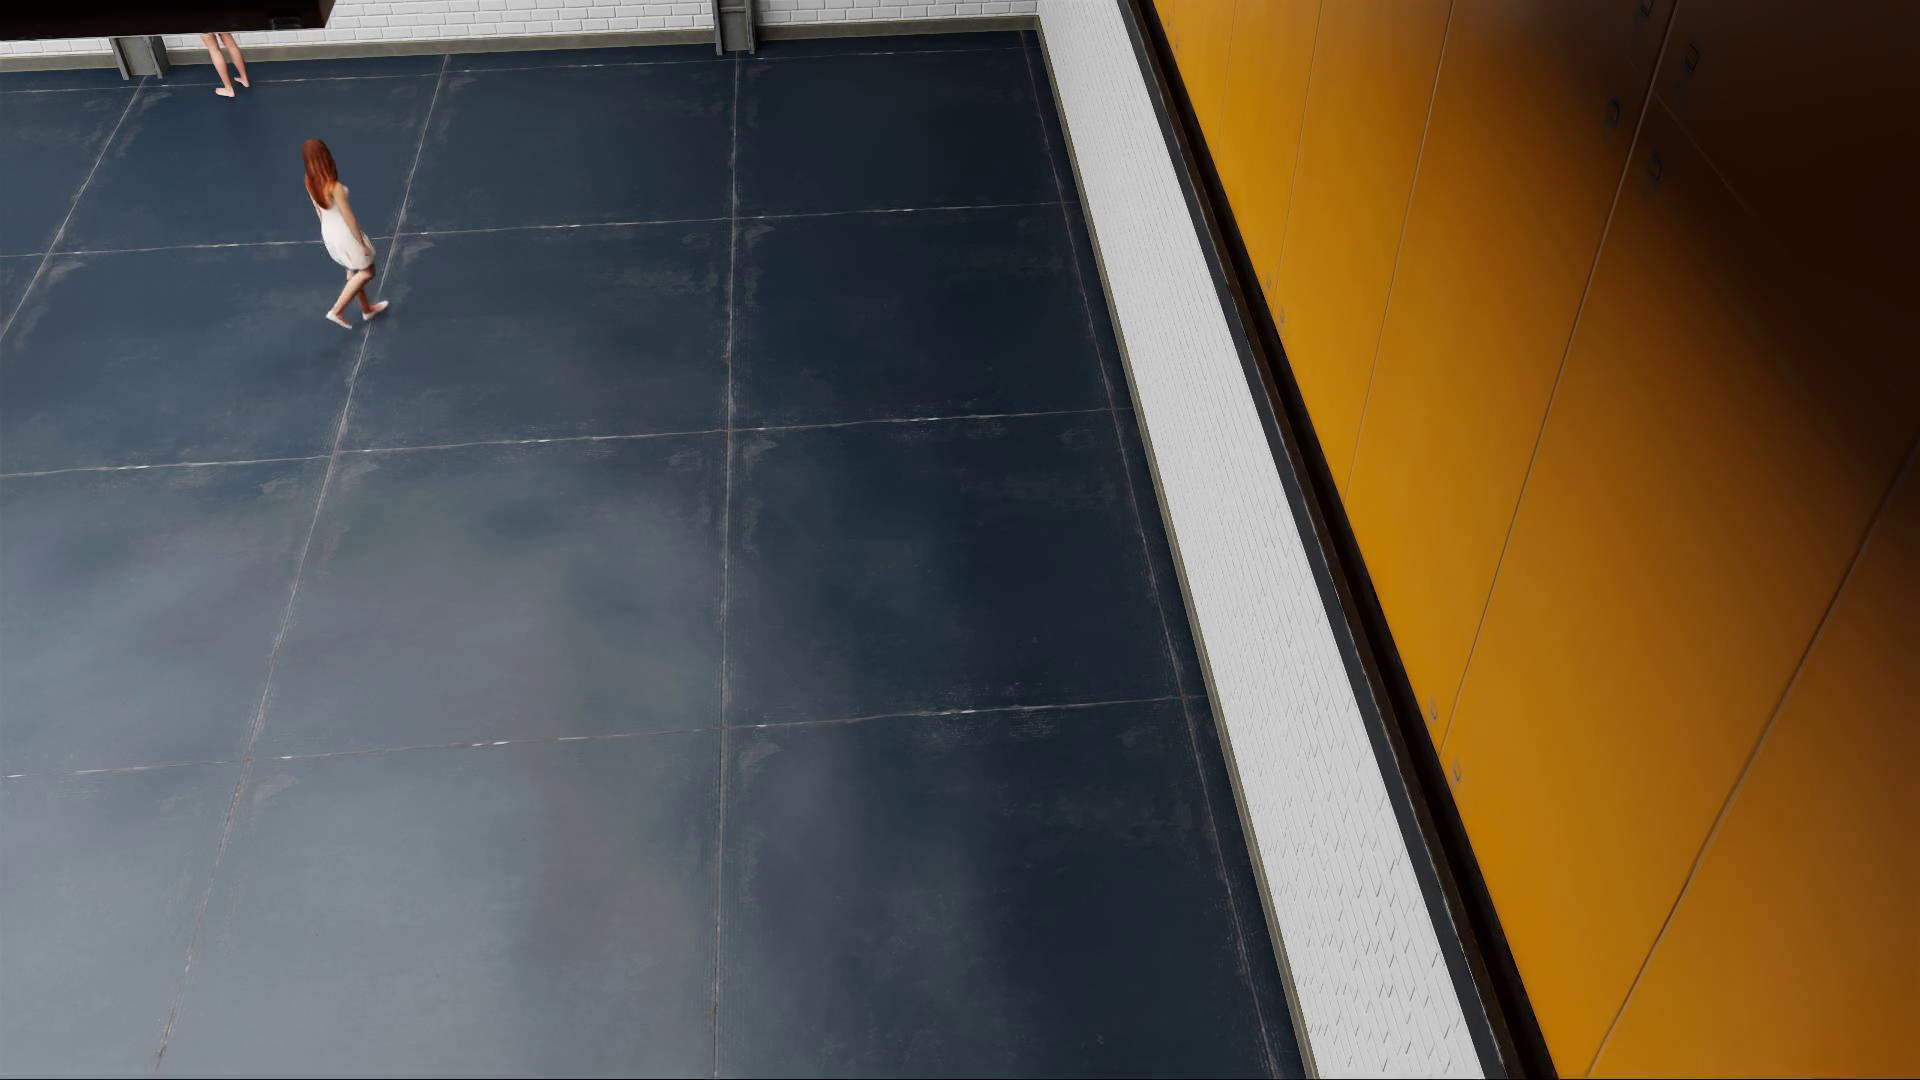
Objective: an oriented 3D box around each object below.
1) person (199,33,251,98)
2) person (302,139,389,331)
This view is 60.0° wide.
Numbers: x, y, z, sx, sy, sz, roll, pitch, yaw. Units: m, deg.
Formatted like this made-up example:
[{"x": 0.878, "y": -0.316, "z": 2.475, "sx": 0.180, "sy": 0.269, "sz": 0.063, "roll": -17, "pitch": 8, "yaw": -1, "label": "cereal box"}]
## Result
[{"x": -7.293, "y": -5.151, "z": 16.134, "sx": 0.719, "sy": 1.733, "sz": 0.688, "roll": 22, "pitch": 48, "yaw": 21, "label": "person"}, {"x": -4.977, "y": -2.378, "z": 13.248, "sx": 0.883, "sy": 1.698, "sz": 0.922, "roll": 27, "pitch": 50, "yaw": 25, "label": "person"}]
